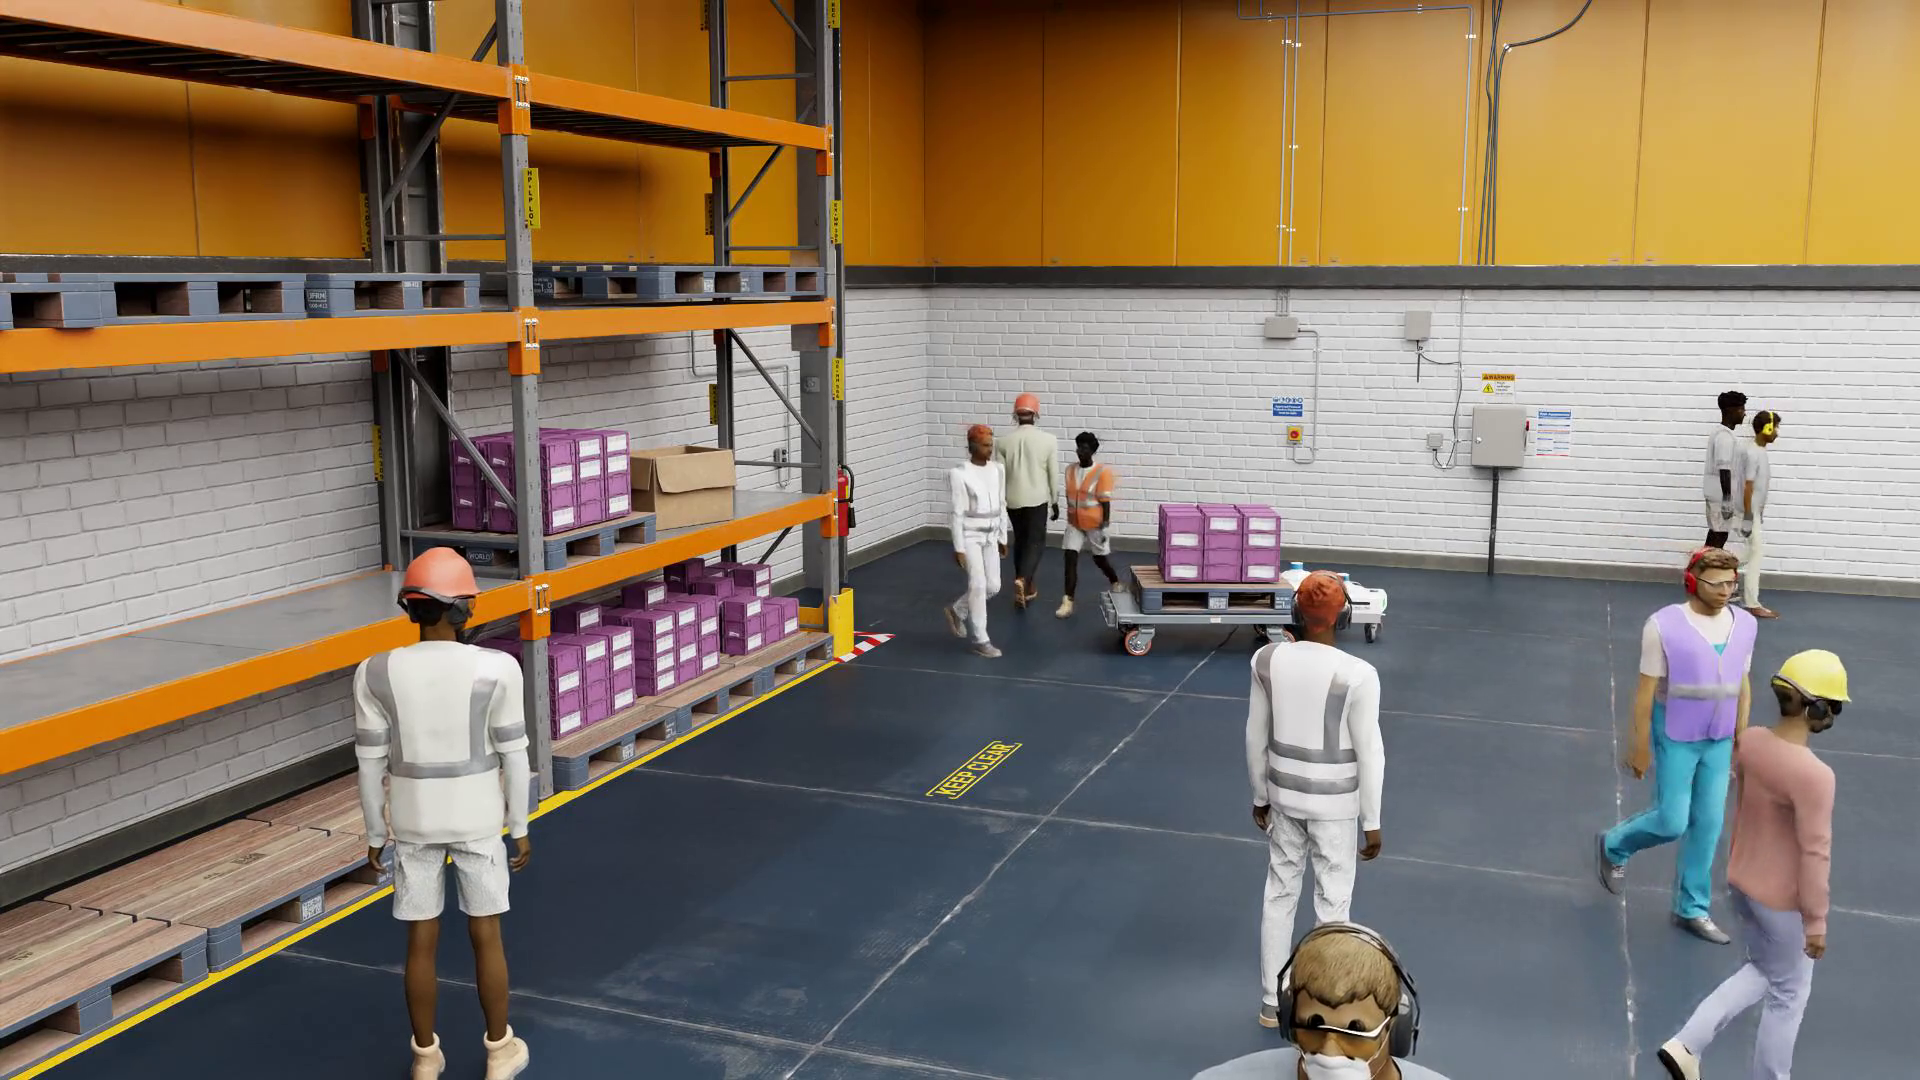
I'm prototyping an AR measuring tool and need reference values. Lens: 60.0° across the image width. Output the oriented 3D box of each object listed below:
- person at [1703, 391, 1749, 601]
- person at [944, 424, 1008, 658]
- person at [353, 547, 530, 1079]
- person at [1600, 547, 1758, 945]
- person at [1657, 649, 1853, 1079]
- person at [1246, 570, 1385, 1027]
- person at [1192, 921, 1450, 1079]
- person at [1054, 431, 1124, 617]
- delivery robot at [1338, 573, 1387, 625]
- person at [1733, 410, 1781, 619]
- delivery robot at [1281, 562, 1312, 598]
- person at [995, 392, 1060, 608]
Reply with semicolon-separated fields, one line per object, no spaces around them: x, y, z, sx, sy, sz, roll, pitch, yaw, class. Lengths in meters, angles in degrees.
7.162;-0.418;15.593;0.367;1.961;0.604;3;9;17;person
0.104;-0.009;13.331;0.581;1.863;0.653;-8;12;-41;person
-1.901;1.041;6.179;0.610;2.040;0.394;-1;9;-7;person
3.343;0.909;7.716;0.569;1.820;0.633;-3;9;-17;person
2.818;1.239;5.850;0.536;1.742;0.549;0;9;-2;person
1.411;1.052;6.604;0.585;1.881;0.344;8;12;42;person
0.666;1.601;2.984;0.636;1.938;0.354;2;9;15;person
1.184;-0.166;14.936;0.533;1.663;0.819;7;12;39;person
3.174;0.520;13.811;0.707;0.478;0.477;1;9;8;delivery robot
7.010;-0.241;14.846;0.652;1.850;0.534;6;11;32;person
2.900;0.433;14.355;0.707;0.478;0.477;-7;11;-36;delivery robot
0.590;-0.360;15.214;0.613;1.967;0.867;3;10;20;person
